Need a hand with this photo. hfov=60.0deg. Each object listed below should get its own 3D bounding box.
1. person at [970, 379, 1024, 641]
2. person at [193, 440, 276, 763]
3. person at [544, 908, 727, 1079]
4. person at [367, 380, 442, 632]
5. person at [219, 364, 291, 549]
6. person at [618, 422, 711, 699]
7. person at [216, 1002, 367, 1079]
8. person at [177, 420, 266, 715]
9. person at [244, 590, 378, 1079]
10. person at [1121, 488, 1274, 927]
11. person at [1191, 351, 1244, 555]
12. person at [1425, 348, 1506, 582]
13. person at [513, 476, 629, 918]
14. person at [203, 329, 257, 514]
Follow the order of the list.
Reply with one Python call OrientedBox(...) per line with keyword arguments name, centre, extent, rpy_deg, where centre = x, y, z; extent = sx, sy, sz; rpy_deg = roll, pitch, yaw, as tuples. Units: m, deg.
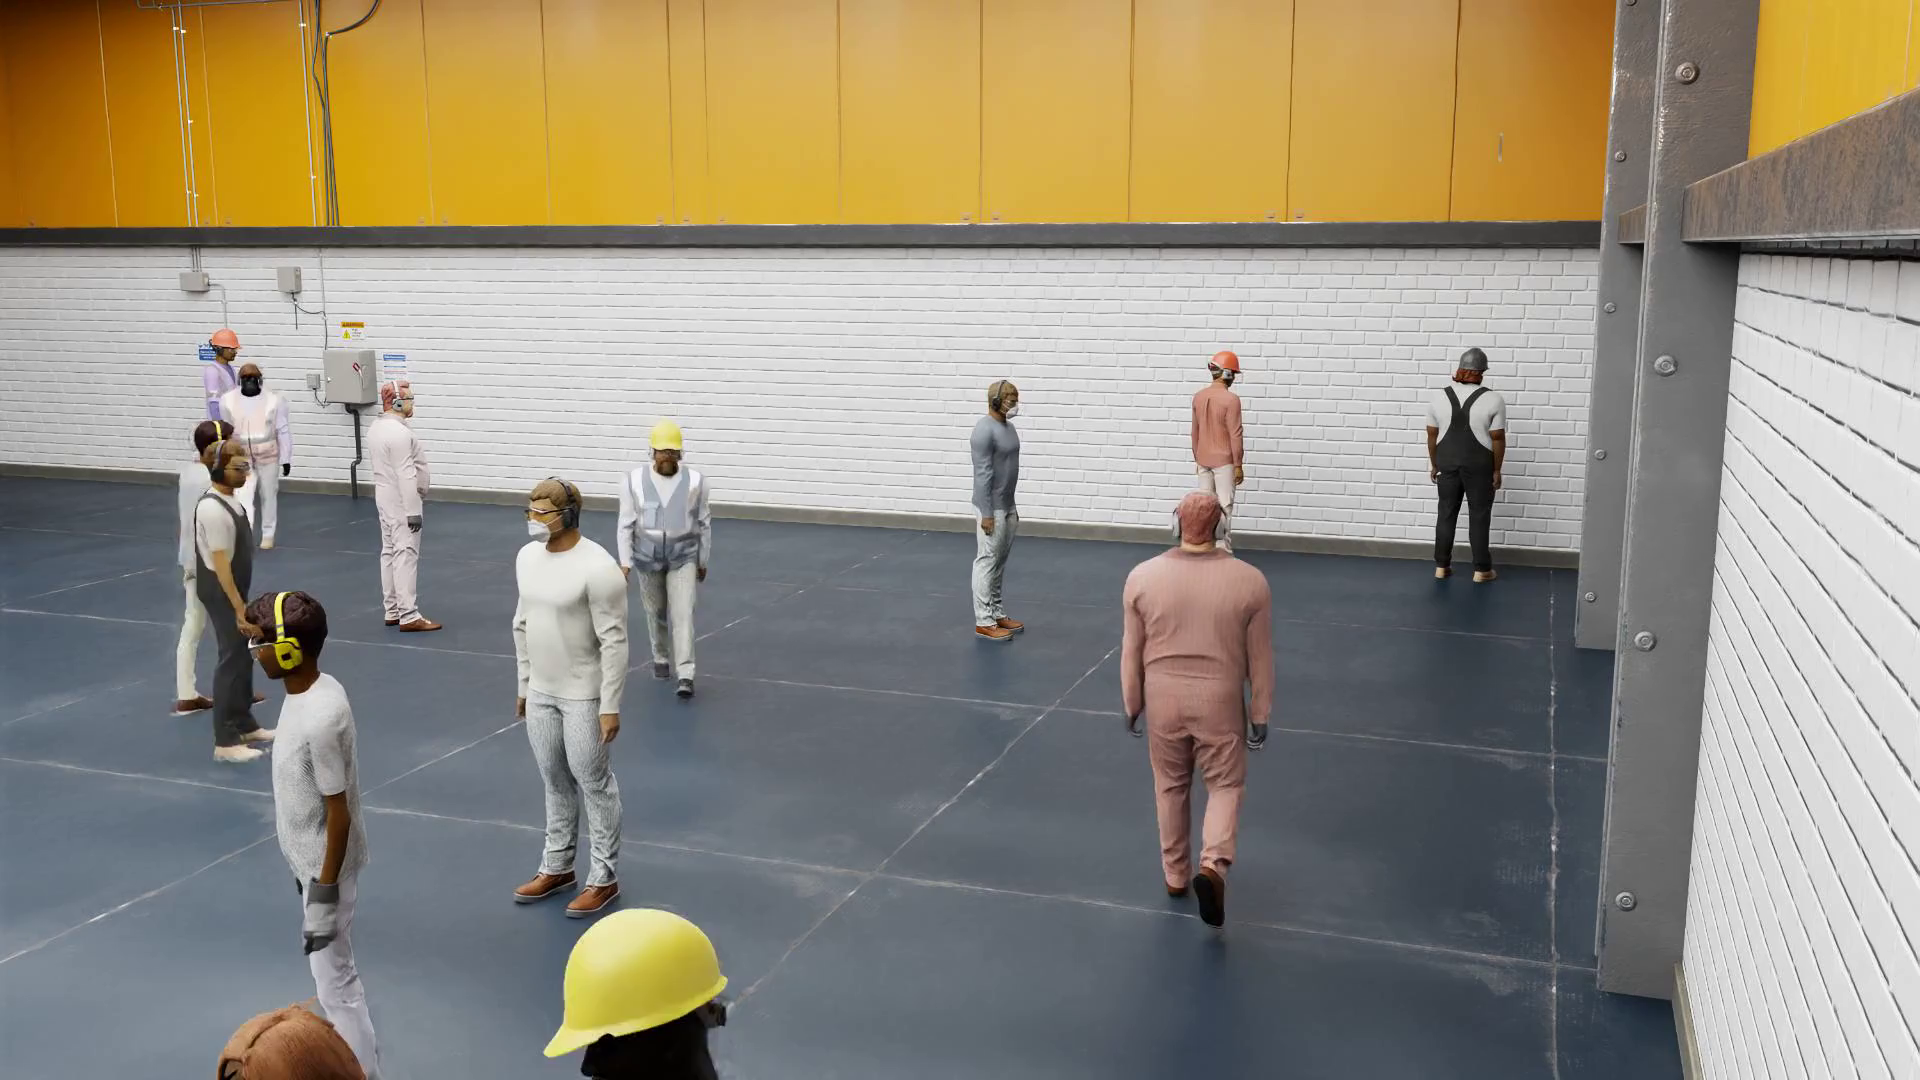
OrientedBox(name="person", centre=(0.283, -0.232, 12.419), extent=(0.372, 1.938, 0.627), rpy_deg=(4, 11, 20))
OrientedBox(name="person", centre=(-4.141, 0.343, 9.489), extent=(0.373, 1.831, 0.576), rpy_deg=(-3, 10, -15))
OrientedBox(name="person", centre=(-0.454, 1.521, 2.678), extent=(0.625, 1.897, 0.535), rpy_deg=(7, 12, 36))
OrientedBox(name="person", centre=(-4.232, -0.259, 12.653), extent=(0.407, 1.910, 0.639), rpy_deg=(-7, 13, -36))
OrientedBox(name="person", centre=(-6.670, -0.753, 15.725), extent=(0.655, 1.798, 0.917), rpy_deg=(-3, 10, -14))
OrientedBox(name="person", centre=(-1.928, 0.120, 10.881), extent=(0.595, 1.783, 0.943), rpy_deg=(-1, 10, -8))
OrientedBox(name="person", centre=(-1.138, 1.587, 3.147), extent=(0.502, 1.587, 0.812), rpy_deg=(9, 13, 40))
OrientedBox(name="person", centre=(-4.686, 0.166, 10.446), extent=(0.548, 1.836, 0.662), rpy_deg=(7, 12, 34))
OrientedBox(name="person", centre=(-2.054, 1.070, 5.296), extent=(0.329, 1.865, 0.518), rpy_deg=(-5, 11, -25))
OrientedBox(name="person", centre=(1.020, 0.716, 7.224), extent=(0.667, 1.888, 0.738), rpy_deg=(2, 10, 14))
OrientedBox(name="person", centre=(2.333, -0.701, 14.923), extent=(0.393, 1.985, 0.611), rpy_deg=(-7, 12, -33))
OrientedBox(name="person", centre=(4.447, -0.665, 14.567), extent=(0.683, 2.000, 0.536), rpy_deg=(7, 12, 36))
OrientedBox(name="person", centre=(-1.712, 0.679, 7.282), extent=(0.629, 1.940, 0.379), rpy_deg=(7, 12, 35))
OrientedBox(name="person", centre=(-7.845, -1.239, 17.839), extent=(0.409, 2.032, 0.608), rpy_deg=(-1, 10, -4))
